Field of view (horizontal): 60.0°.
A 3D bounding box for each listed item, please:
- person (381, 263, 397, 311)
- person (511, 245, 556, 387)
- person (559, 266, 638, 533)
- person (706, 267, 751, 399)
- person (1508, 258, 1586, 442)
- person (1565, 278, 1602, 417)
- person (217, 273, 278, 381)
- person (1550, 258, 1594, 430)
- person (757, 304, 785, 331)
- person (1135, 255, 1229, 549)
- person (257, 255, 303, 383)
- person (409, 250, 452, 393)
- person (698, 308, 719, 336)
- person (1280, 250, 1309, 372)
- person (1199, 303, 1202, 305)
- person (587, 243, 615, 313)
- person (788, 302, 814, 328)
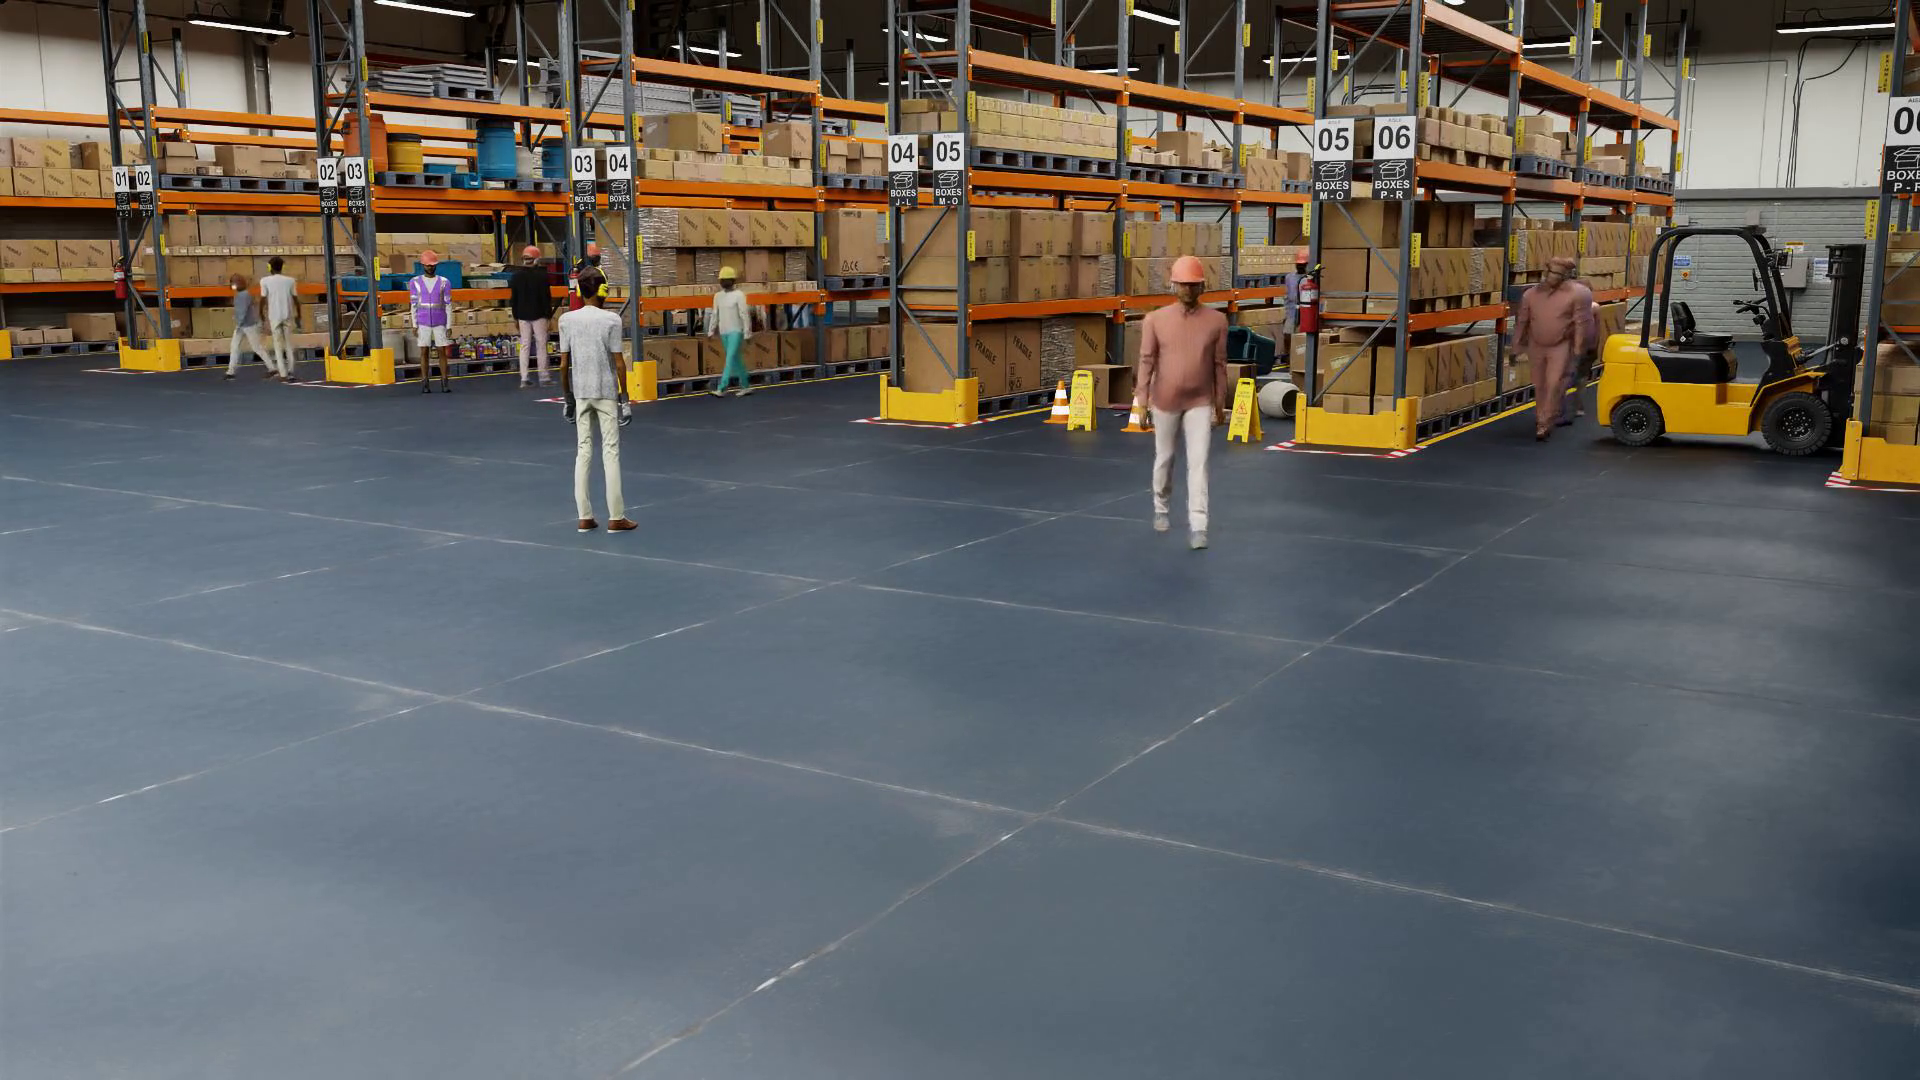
[{"bbox_3d":[-11.083,-4.529,32.196,0.498,1.633,0.281,7,12,34],"label":"person"},{"bbox_3d":[-6.004,-3.144,23.432,0.622,1.990,0.401,3,11,17],"label":"person"},{"bbox_3d":[-2.547,-0.977,11.659,0.517,1.865,0.328,2,10,13],"label":"person"},{"bbox_3d":[-3.035,-2.709,21.773,0.537,1.710,0.931,7,12,34],"label":"person"},{"bbox_3d":[5.962,-1.930,16.980,0.708,1.857,0.894,7,12,35],"label":"person"},{"bbox_3d":[7.135,-2.213,19.277,0.522,1.623,0.631,6,12,29],"label":"person"},{"bbox_3d":[-10.587,-3.169,24.685,0.495,1.595,0.807,9,14,41],"label":"person"},{"bbox_3d":[6.529,-2.132,18.108,0.905,1.877,0.632,-8,13,-39],"label":"person"},{"bbox_3d":[-3.127,-3.670,27.424,0.501,1.617,0.381,8,13,37],"label":"person"},{"bbox_3d":[1.513,-0.964,11.369,0.636,1.949,0.995,0,10,2],"label":"person"},{"bbox_3d":[-9.916,-3.209,24.214,0.568,1.844,0.551,-9,13,-40],"label":"person"},{"bbox_3d":[-7.140,-2.941,22.495,0.541,1.930,0.386,-3,11,-16],"label":"person"},{"bbox_3d":[-3.679,-3.440,25.285,0.626,1.931,0.376,0,10,1],"label":"person"},{"bbox_3d":[5.000,-3.336,24.698,0.577,1.918,0.701,7,12,34],"label":"person"},{"bbox_3d":[3.904,-3.884,28.604,0.513,1.630,0.317,3,10,14],"label":"person"},{"bbox_3d":[-5.674,-3.574,25.833,0.628,2.013,0.672,4,11,21],"label":"person"},{"bbox_3d":[-2.840,-4.238,29.971,0.523,1.848,0.737,3,11,18],"label":"person"}]
